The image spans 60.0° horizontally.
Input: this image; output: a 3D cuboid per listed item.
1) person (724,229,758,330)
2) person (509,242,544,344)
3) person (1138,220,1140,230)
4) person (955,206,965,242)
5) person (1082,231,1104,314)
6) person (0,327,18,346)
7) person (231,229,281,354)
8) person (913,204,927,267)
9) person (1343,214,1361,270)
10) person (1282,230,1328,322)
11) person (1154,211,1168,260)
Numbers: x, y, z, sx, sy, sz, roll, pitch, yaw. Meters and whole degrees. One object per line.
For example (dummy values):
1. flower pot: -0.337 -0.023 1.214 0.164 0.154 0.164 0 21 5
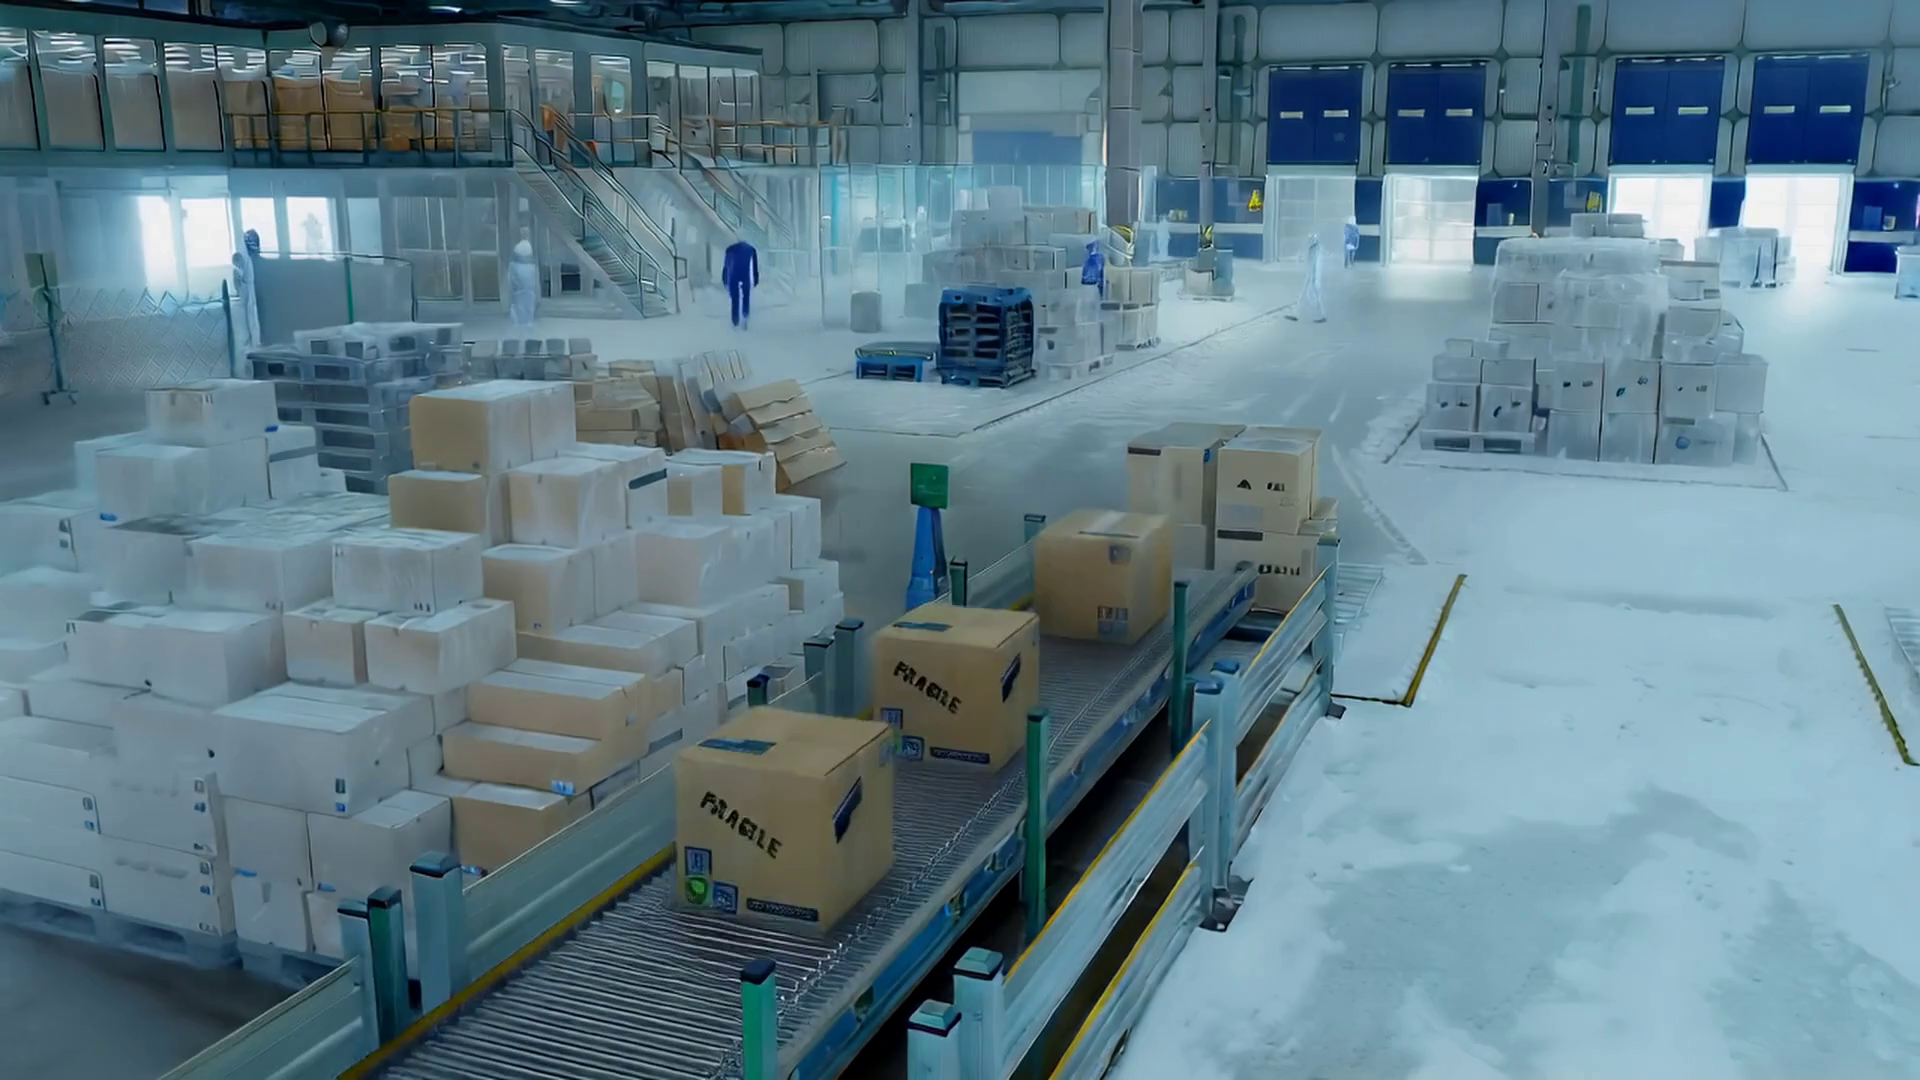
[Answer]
1. person: -4.104 -4.881 31.293 0.633 1.909 0.790 -3 13 -15
2. person: -6.808 -3.686 25.985 0.653 1.908 0.566 6 14 24
3. person: 5.292 -9.361 51.419 0.554 1.903 0.791 5 13 20
4. person: 0.006 -8.460 47.133 0.610 1.996 0.384 5 13 21
5. person: 2.088 -3.854 26.368 0.370 2.044 0.608 3 13 14
6. person: -16.706 -4.201 28.304 0.994 1.874 0.596 1 13 5
7. person: -11.599 -4.099 27.473 0.683 2.000 0.537 -2 13 -9
8. person: -1.199 -9.517 51.981 0.602 1.949 0.396 -11 16 -39
9. person: 11.848 -9.016 50.298 0.535 1.700 0.318 -2 13 -7
10. person: 6.911 -5.221 33.005 0.971 1.819 0.554 1 13 6
11. person: 6.267 -9.386 51.876 0.634 1.735 0.547 9 16 36
